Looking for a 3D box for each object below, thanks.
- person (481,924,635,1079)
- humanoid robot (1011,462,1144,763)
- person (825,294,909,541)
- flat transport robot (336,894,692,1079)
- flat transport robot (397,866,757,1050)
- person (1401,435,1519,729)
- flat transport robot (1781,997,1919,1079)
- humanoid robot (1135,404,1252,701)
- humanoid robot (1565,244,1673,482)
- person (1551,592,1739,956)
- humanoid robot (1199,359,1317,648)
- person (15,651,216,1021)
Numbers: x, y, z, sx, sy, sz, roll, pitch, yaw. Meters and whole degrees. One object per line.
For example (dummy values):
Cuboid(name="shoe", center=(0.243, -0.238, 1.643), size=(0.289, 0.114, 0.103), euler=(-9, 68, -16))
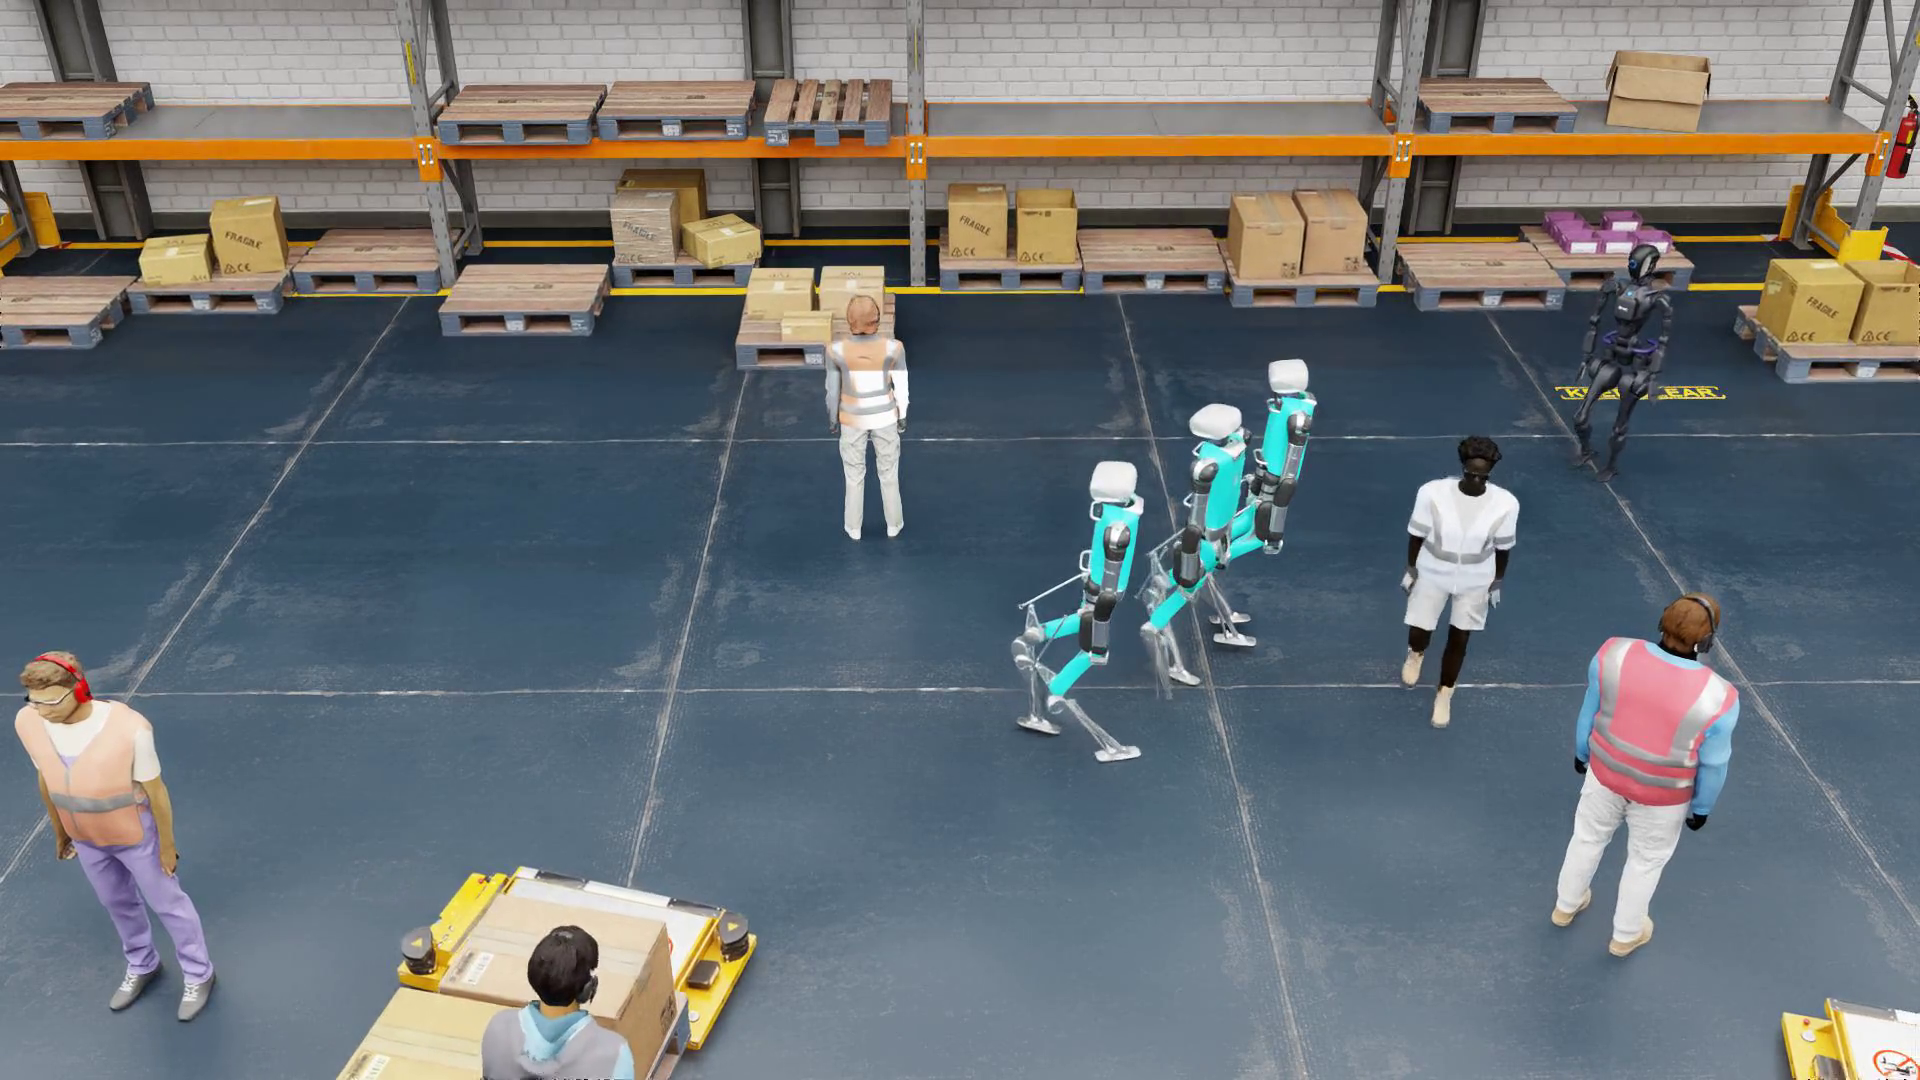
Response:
Cuboid(name="person", center=(-1.259, 2.066, 5.447), size=(0.568, 1.849, 0.492), euler=(6, 32, 10))
Cuboid(name="humanoid robot", center=(0.518, 0.388, 8.368), size=(0.894, 1.782, 0.580), euler=(4, 31, 7))
Cuboid(name="person", center=(-0.568, -0.740, 10.310), size=(0.511, 1.639, 0.307), euler=(-3, 31, -4))
Cuboid(name="flat transport robot", center=(-1.722, 2.358, 6.485), size=(1.431, 0.231, 0.659), euler=(7, 32, 11))
Cuboid(name="flat transport robot", center=(-1.691, 1.823, 7.377), size=(1.431, 0.231, 0.659), euler=(8, 32, 14))
Cuboid(name="person", center=(2.583, 0.199, 8.694), size=(0.547, 1.685, 0.400), euler=(6, 32, 11))
Cuboid(name="flat transport robot", center=(4.119, 2.254, 6.658), size=(1.431, 0.231, 0.659), euler=(8, 32, 13))
Cuboid(name="humanoid robot", center=(1.153, 0.091, 8.907), size=(0.665, 1.868, 0.547), euler=(18, 36, 28))
Cuboid(name="humanoid robot", center=(4.368, -1.136, 10.934), size=(0.365, 1.654, 0.602), euler=(-23, 38, -33))
Cuboid(name="person", center=(2.961, 1.020, 7.200), size=(0.633, 1.832, 0.429), euler=(24, 38, 34))
Cuboid(name="humanoid robot", center=(1.529, -0.194, 9.207), size=(0.728, 1.692, 0.533), euler=(0, 31, -1))
Cuboid(name="person", center=(-3.487, 1.203, 6.887), size=(0.563, 1.836, 0.380), euler=(5, 31, 8))
